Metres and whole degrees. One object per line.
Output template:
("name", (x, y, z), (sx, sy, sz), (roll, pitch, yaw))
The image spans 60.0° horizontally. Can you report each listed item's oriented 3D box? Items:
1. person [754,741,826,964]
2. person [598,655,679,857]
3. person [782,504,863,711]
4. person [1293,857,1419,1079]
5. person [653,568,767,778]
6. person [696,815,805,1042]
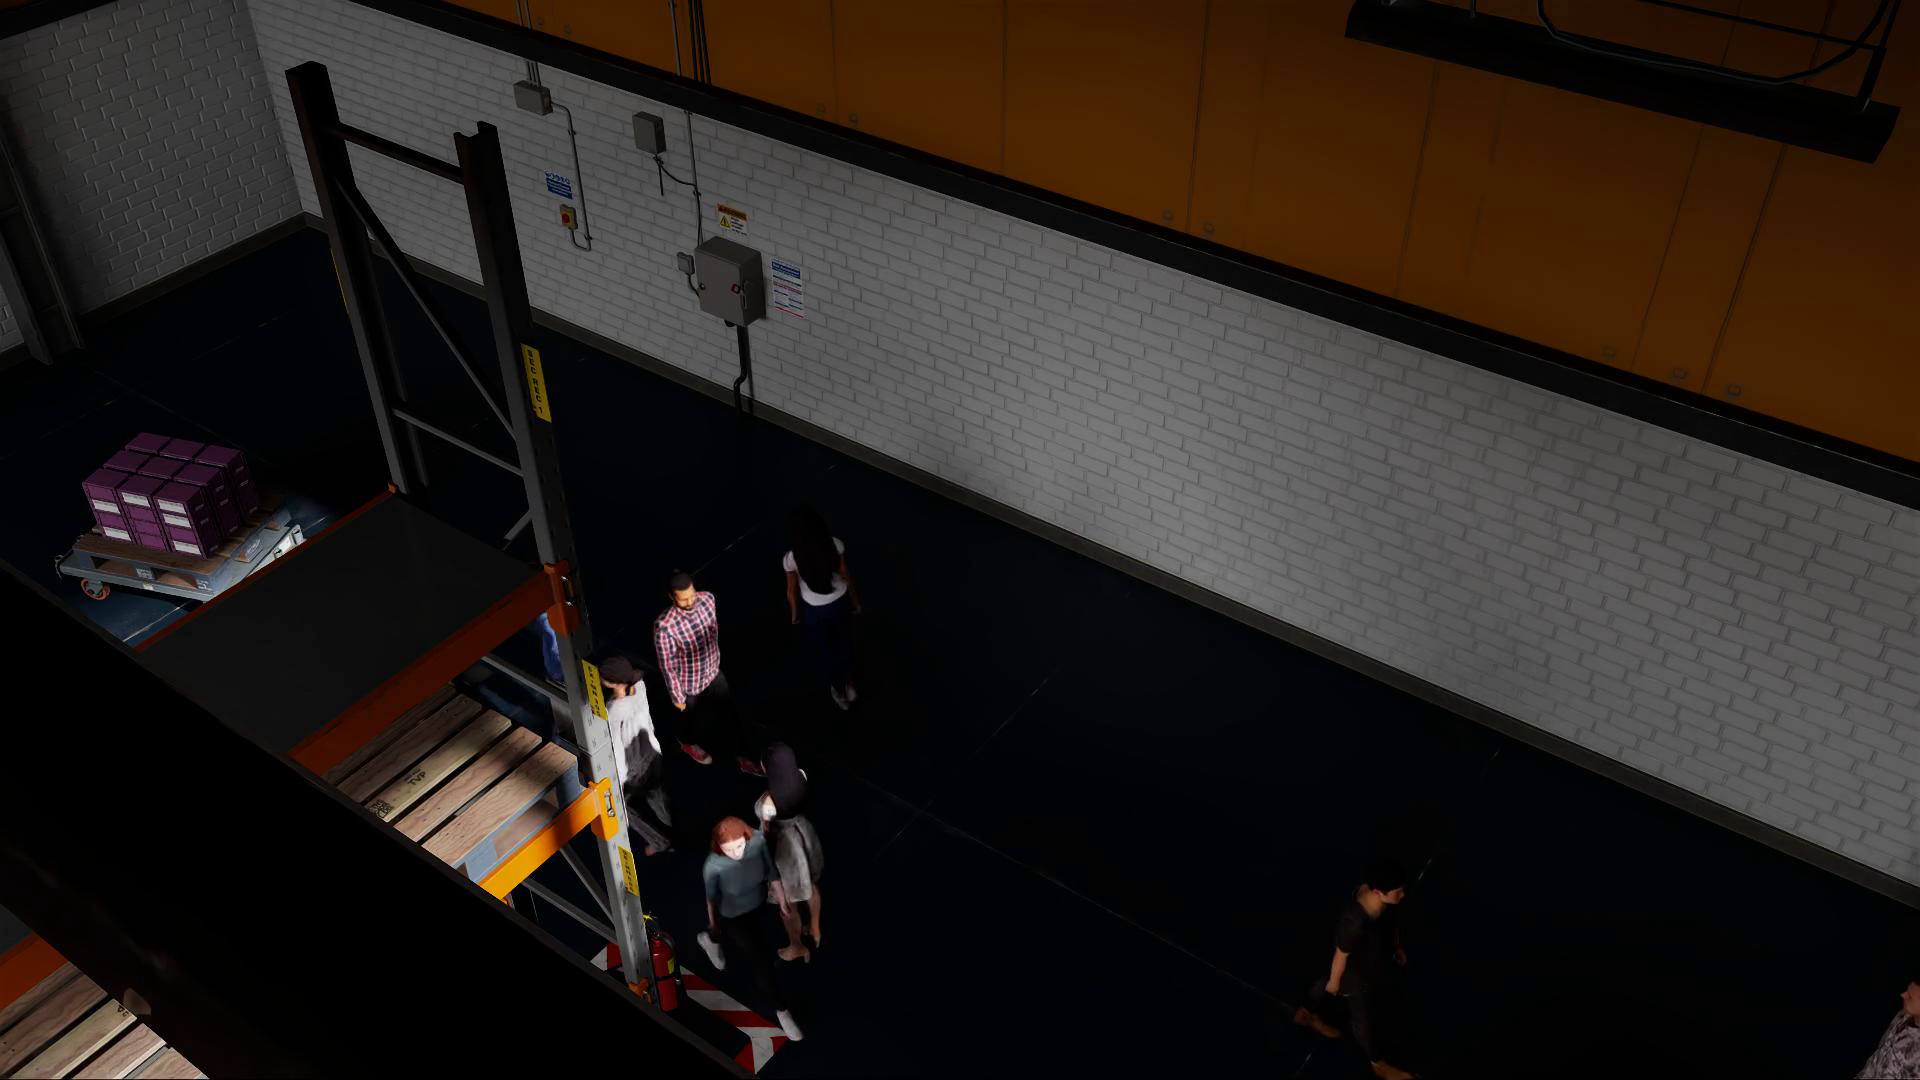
("person", (-1.016, 1.847, 9.819), (0.697, 1.773, 0.558), (23, 44, 26))
("person", (-1.953, 1.409, 10.376), (0.792, 1.763, 0.642), (16, 41, 20))
("person", (-0.901, 0.544, 11.467), (0.747, 1.753, 0.850), (-12, 40, -15))
("person", (2.163, 2.311, 9.317), (0.708, 1.675, 0.949), (21, 43, 25))
("person", (-1.821, 0.856, 11.089), (0.830, 1.737, 0.971), (27, 46, 29))
("person", (-1.284, 2.096, 9.569), (0.817, 1.697, 1.156), (30, 47, 32))
